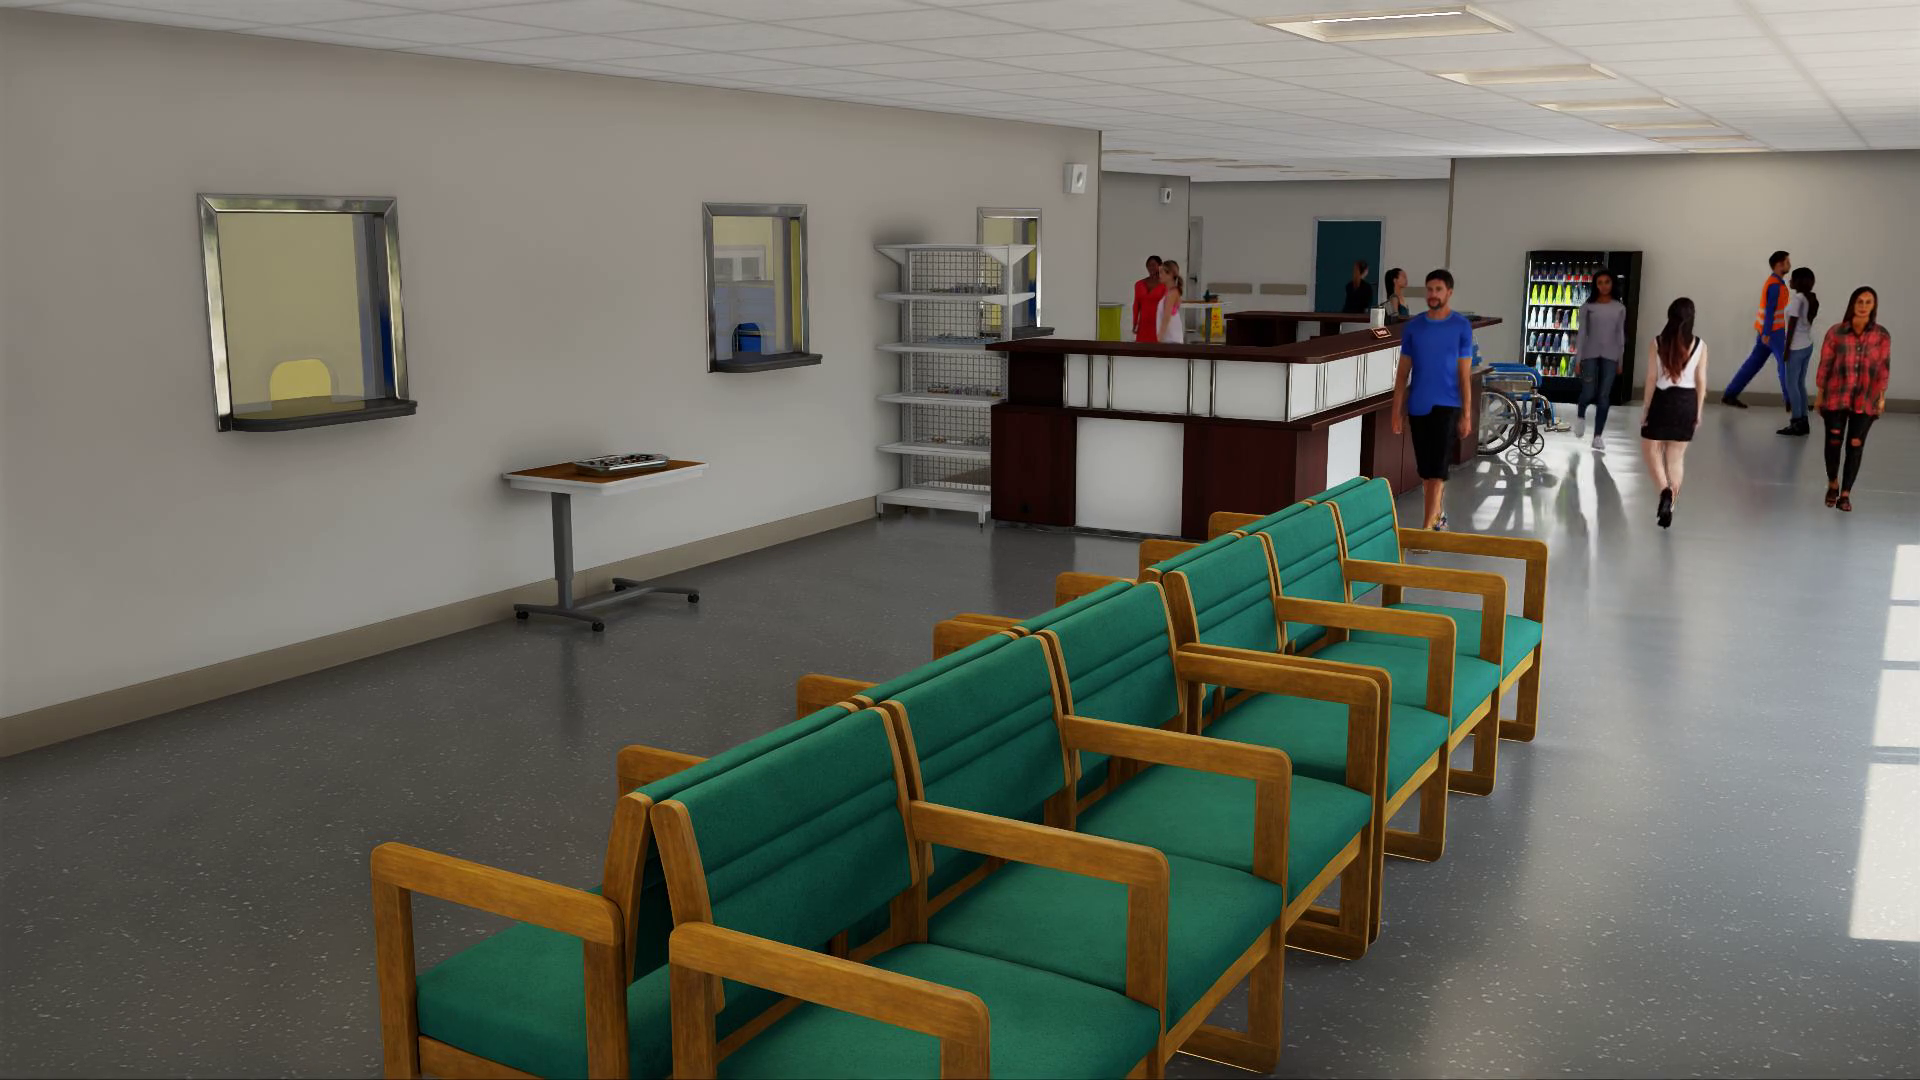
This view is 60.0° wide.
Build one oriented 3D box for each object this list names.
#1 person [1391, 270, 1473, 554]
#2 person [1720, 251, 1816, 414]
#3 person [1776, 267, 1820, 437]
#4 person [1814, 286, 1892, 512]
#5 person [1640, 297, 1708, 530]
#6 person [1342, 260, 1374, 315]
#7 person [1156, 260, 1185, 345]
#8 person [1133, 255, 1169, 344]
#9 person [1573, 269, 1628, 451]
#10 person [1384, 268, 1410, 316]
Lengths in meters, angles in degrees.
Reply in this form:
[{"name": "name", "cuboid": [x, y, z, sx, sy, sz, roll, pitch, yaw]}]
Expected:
[{"name": "person", "cuboid": [3.173, -0.835, 11.043, 1.187, 1.817, 0.737, 7, 13, 33]}, {"name": "person", "cuboid": [9.117, -2.327, 18.900, 1.255, 1.821, 0.827, 4, 12, 22]}, {"name": "person", "cuboid": [8.687, -1.957, 17.224, 0.597, 1.717, 0.618, 10, 14, 42]}, {"name": "person", "cuboid": [6.712, -1.055, 12.550, 0.617, 1.689, 0.743, 4, 11, 18]}, {"name": "person", "cuboid": [5.028, -0.871, 11.722, 0.710, 1.636, 0.744, 2, 11, 11]}, {"name": "person", "cuboid": [5.327, -2.941, 22.580, 0.851, 1.655, 0.947, -10, 15, -42]}, {"name": "person", "cuboid": [2.295, -2.023, 17.452, 1.039, 1.763, 0.826, 2, 11, 13]}, {"name": "person", "cuboid": [2.330, -2.547, 20.156, 0.560, 1.784, 0.723, 5, 12, 25]}, {"name": "person", "cuboid": [6.154, -1.747, 16.101, 0.857, 1.723, 0.866, 1, 11, 4]}, {"name": "person", "cuboid": [4.747, -2.109, 18.110, 0.503, 1.686, 0.553, 5, 12, 25]}]
